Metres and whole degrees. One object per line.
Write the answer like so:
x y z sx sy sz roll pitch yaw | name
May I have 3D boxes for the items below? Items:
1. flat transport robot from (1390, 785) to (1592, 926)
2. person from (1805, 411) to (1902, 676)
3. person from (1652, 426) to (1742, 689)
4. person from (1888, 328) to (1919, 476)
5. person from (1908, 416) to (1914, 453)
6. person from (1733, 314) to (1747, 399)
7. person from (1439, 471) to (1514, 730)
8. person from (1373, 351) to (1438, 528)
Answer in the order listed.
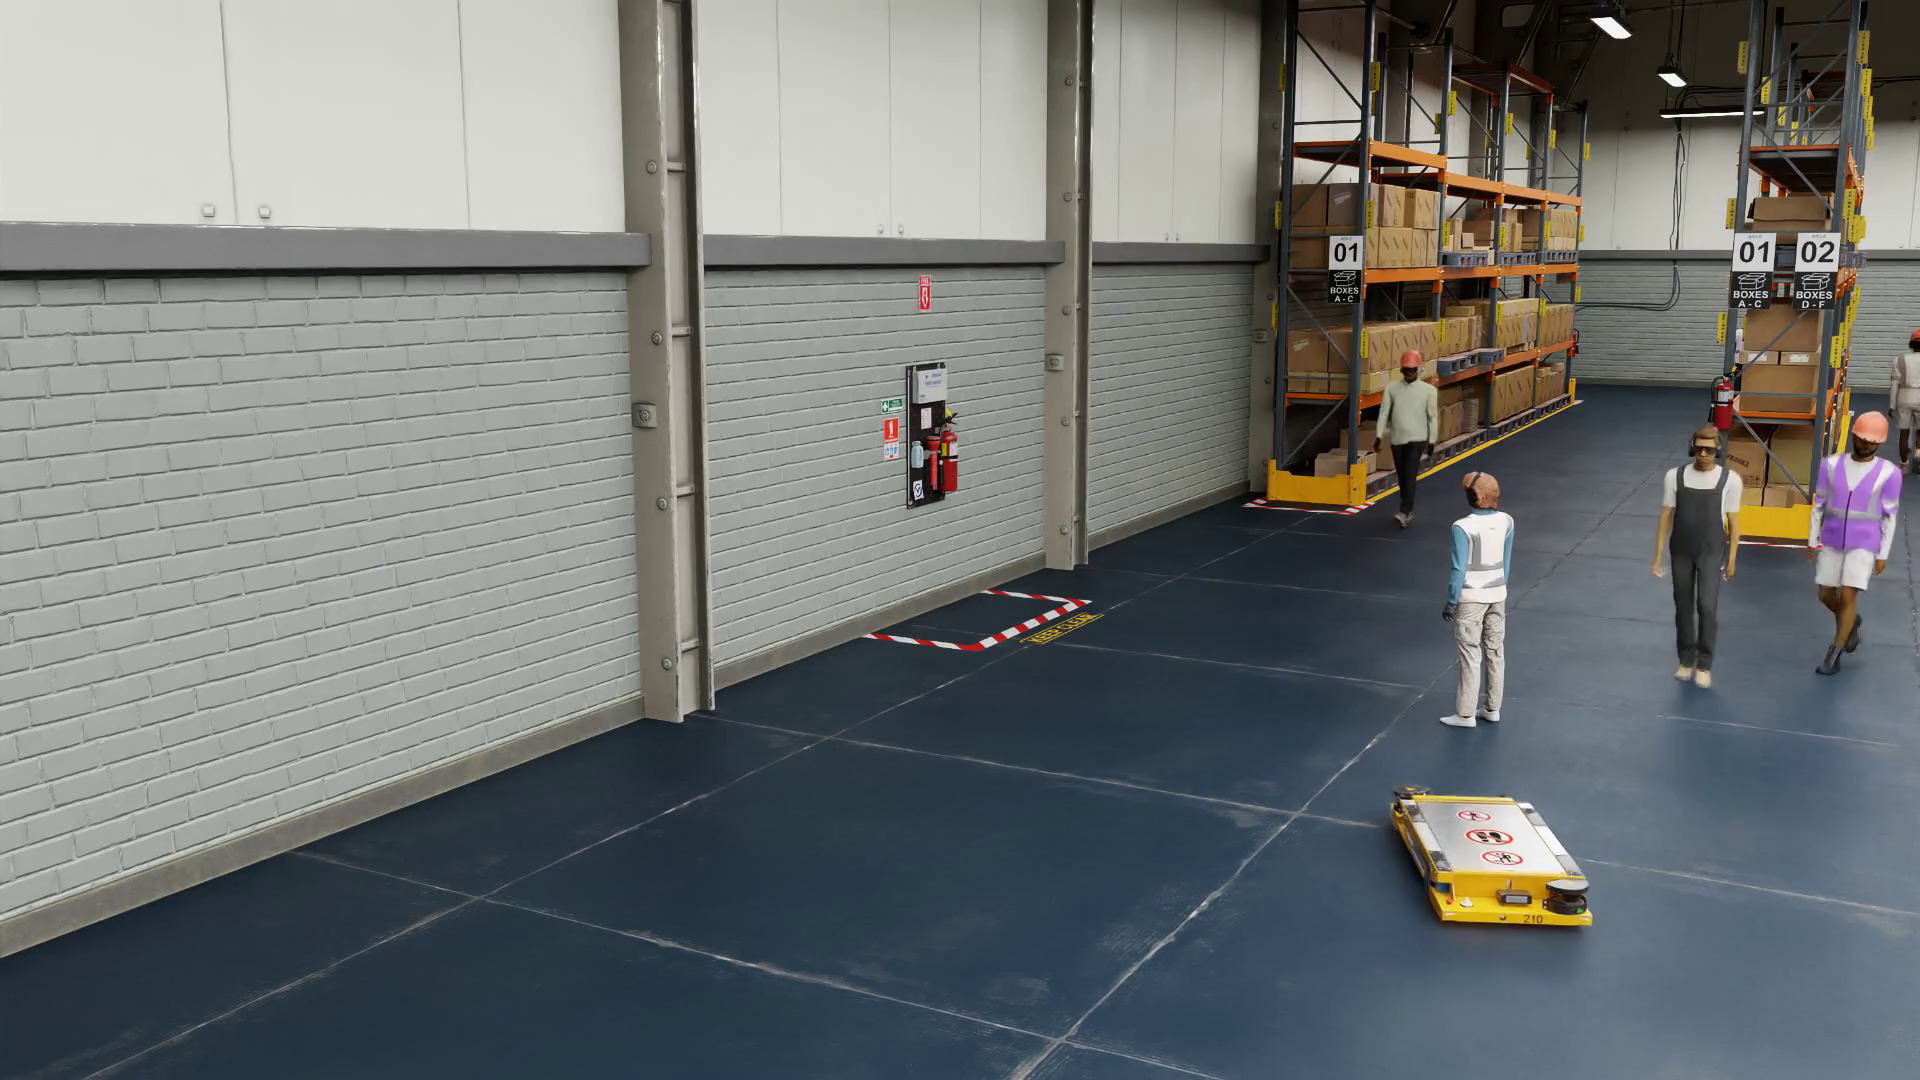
2.529 1.498 8.045 0.652 0.197 1.431 1 10 5 | flat transport robot
6.440 0.006 11.988 0.582 1.911 0.678 9 13 43 | person
5.106 0.120 11.586 0.509 1.826 0.634 7 12 36 | person
12.917 -1.851 22.514 0.611 2.031 0.615 5 11 29 | person
14.424 -2.171 24.960 0.519 1.839 0.875 4 11 23 | person
14.889 -3.333 31.510 0.597 1.917 0.374 4 11 24 | person
3.287 0.384 10.558 0.512 1.642 0.311 -6 11 -30 | person
4.945 -1.126 18.511 0.620 1.936 1.026 7 12 34 | person
